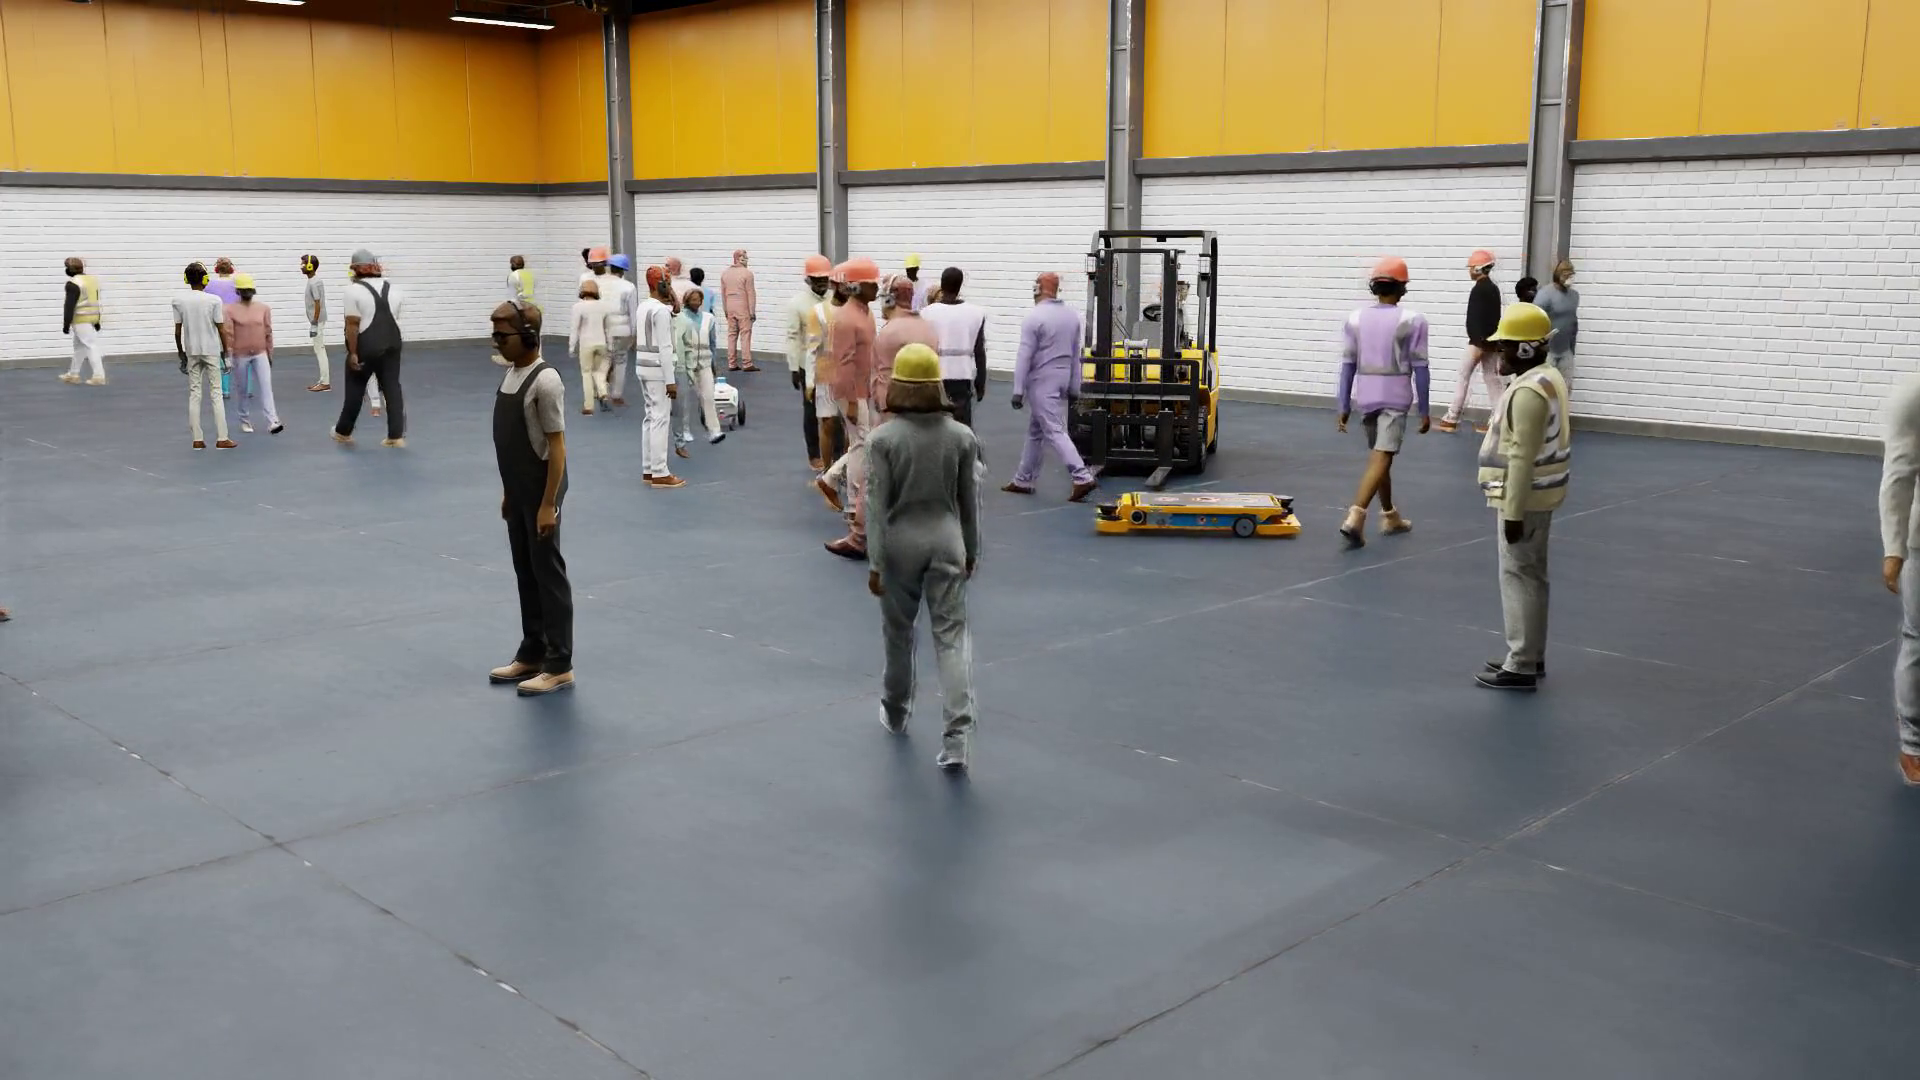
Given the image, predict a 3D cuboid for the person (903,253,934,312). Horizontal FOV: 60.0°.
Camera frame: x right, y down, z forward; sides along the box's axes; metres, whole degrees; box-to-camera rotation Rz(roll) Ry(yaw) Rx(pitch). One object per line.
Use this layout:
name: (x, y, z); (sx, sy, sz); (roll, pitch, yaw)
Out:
person: (-0.622, -2.691, 21.182); (0.604, 1.897, 0.732); (1, 10, 4)

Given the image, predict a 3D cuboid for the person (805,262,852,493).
person: (-1.022, -1.331, 13.771); (0.603, 1.912, 0.408); (-3, 11, -17)

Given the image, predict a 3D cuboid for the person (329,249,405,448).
person: (-5.995, -1.957, 16.817); (1.006, 2.000, 0.698); (8, 13, 37)

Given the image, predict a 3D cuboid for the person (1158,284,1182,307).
person: (2.425, -2.177, 19.183); (0.423, 1.621, 0.503); (9, 14, 40)

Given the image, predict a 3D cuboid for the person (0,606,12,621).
person: (-5.655, -0.501, 9.208); (0.756, 1.916, 0.632); (6, 12, 31)

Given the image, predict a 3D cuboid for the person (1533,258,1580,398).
person: (5.994, -1.883, 16.799); (0.658, 1.905, 0.475); (-6, 12, -31)

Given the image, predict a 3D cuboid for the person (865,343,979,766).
person: (-0.146, 0.049, 6.806); (0.501, 1.701, 0.911); (-3, 11, -16)

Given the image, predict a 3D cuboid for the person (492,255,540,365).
person: (-7.271, -3.746, 27.241); (0.919, 1.797, 0.658); (5, 11, 25)

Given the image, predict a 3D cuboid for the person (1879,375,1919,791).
person: (3.734, 0.067, 6.126); (0.643, 1.912, 0.839); (3, 11, 14)

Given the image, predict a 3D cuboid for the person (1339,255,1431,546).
person: (2.918, -0.966, 11.539); (0.618, 2.003, 1.044); (10, 14, 43)

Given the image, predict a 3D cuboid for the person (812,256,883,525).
person: (-0.789, -1.080, 12.190); (0.550, 1.978, 0.646); (2, 11, 11)

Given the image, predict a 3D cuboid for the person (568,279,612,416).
person: (-4.371, -2.279, 19.708); (0.369, 1.616, 0.534); (10, 14, 43)

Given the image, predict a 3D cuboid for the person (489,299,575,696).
person: (-2.012, -0.198, 7.773); (0.346, 1.841, 0.506); (-8, 13, -38)

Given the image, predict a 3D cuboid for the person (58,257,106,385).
person: (-12.645, -3.112, 23.736); (0.867, 1.806, 0.663); (0, 10, -2)

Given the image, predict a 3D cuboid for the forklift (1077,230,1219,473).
forklift: (1.804, -1.825, 15.677); (1.214, 2.155, 2.313); (2, 11, 13)

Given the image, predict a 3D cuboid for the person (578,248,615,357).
person: (-6.318, -4.084, 28.796); (0.709, 1.902, 0.697); (6, 12, 28)

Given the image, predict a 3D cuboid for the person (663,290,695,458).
person: (-2.793, -1.592, 15.936); (0.507, 1.630, 0.268); (-4, 11, -23)

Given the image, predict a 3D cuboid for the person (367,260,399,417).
person: (-6.862, -2.351, 19.465); (0.580, 1.862, 0.662); (-3, 11, -17)

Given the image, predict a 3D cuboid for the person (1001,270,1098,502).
person: (0.744, -1.250, 13.477); (0.996, 1.861, 0.650); (8, 13, 37)

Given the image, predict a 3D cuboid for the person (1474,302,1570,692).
person: (2.646, -0.200, 7.846); (0.403, 1.823, 0.597); (5, 12, 27)

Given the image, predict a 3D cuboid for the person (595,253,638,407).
person: (-4.300, -2.575, 20.562); (0.617, 1.913, 0.627); (1, 10, 3)

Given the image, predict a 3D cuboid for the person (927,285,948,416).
person: (-0.226, -1.704, 16.535); (0.523, 1.638, 0.311); (-9, 14, -40)

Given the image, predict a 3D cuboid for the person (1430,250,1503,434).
person: (5.523, -2.127, 17.947); (0.903, 1.957, 0.652); (9, 14, 40)

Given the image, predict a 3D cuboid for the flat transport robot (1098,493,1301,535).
flat transport robot: (1.719, -0.201, 12.067); (1.431, 0.197, 0.652); (1, 10, 5)

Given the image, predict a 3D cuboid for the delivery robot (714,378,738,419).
delivery robot: (-2.642, -1.558, 18.439); (0.477, 0.478, 0.707); (-1, 10, -7)

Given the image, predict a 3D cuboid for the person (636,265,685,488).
person: (-2.574, -1.385, 14.149); (0.346, 1.879, 0.580); (-5, 12, -27)

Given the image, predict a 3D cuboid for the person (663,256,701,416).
person: (-3.276, -2.375, 19.530); (0.552, 1.886, 0.647); (9, 13, 39)

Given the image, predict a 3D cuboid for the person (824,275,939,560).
person: (-0.481, -0.778, 10.846); (0.907, 1.869, 0.662); (6, 12, 30)

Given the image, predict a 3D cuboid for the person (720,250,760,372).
person: (-3.443, -3.598, 26.142); (0.642, 1.905, 0.399); (7, 13, 34)

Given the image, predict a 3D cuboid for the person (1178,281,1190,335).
person: (2.553, -2.304, 19.929); (0.842, 1.602, 0.529); (8, 13, 38)

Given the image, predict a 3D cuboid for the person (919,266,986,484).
person: (-0.043, -1.326, 13.843); (0.607, 1.887, 0.858); (-4, 11, -19)

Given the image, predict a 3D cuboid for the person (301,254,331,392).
person: (-8.848, -2.970, 22.804); (0.326, 1.874, 0.518); (-3, 11, -17)

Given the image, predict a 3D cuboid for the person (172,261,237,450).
person: (-7.534, -1.827, 16.574); (0.513, 1.872, 0.328); (-1, 10, -5)

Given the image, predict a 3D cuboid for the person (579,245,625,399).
person: (-4.683, -2.889, 22.032); (0.649, 2.008, 0.853); (3, 11, 17)

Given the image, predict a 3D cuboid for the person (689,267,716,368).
person: (-3.755, -3.130, 24.216); (0.603, 1.681, 0.533); (9, 14, 40)

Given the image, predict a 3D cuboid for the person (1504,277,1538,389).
person: (5.913, -1.925, 17.571); (0.322, 1.699, 0.536); (1, 10, 6)

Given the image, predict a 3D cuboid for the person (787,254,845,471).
person: (-1.217, -1.553, 14.833); (0.647, 1.958, 0.809); (-4, 11, -21)

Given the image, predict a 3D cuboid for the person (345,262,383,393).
person: (-8.021, -2.853, 22.424); (0.670, 1.780, 0.638); (-3, 11, -15)

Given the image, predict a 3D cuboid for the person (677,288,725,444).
person: (-2.694, -1.765, 16.974); (0.545, 1.587, 0.864); (-6, 12, -29)

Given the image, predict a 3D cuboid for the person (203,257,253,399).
person: (-9.550, -2.758, 21.713); (0.564, 1.846, 0.393); (-5, 12, -27)

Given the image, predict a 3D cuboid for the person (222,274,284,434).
person: (-7.578, -1.977, 17.792); (0.542, 1.713, 0.926); (-8, 13, -38)
